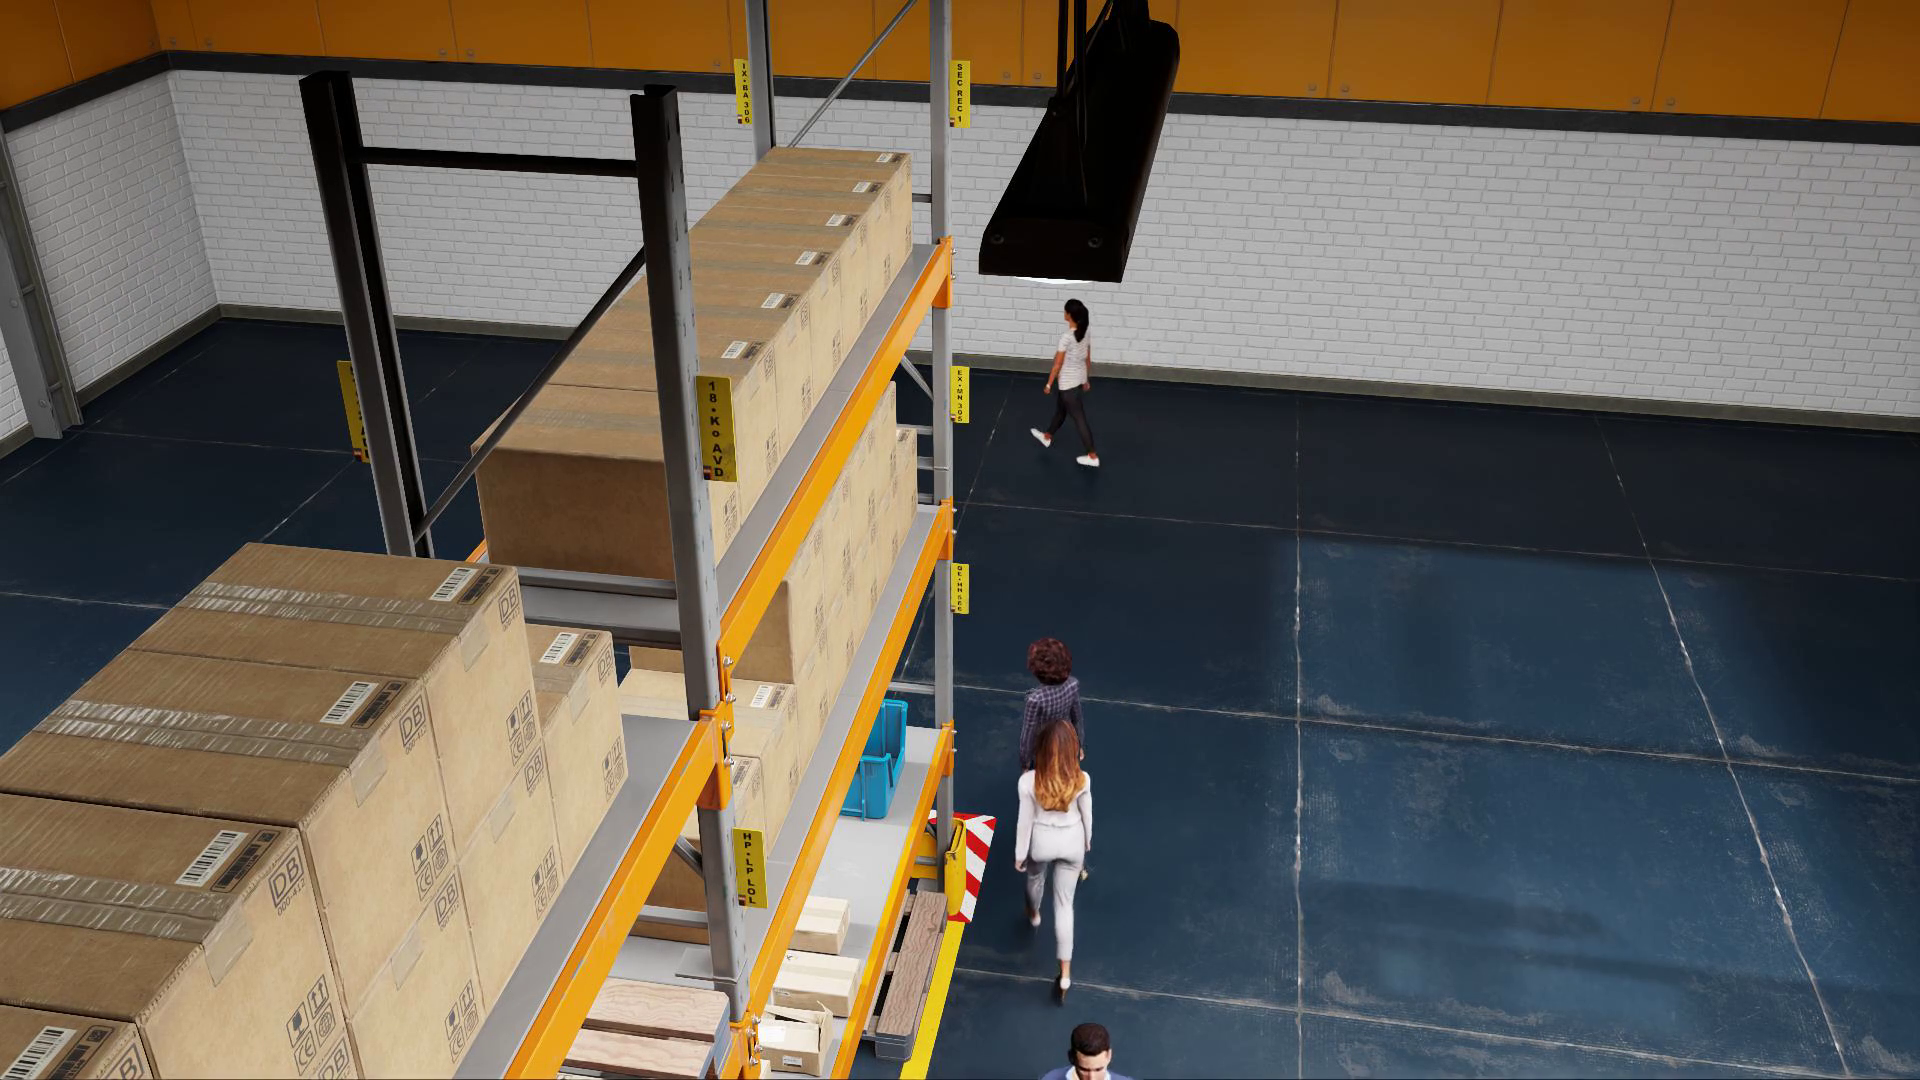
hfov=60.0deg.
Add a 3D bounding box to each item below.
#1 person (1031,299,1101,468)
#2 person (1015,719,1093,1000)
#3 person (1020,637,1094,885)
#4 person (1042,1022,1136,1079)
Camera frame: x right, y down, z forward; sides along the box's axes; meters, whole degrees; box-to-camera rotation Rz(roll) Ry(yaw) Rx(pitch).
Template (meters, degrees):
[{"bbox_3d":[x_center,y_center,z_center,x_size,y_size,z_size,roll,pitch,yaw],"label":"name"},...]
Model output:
[{"bbox_3d":[1.120,-1.434,15.635,0.993,1.595,1.106,21,35,33],"label":"person"},{"bbox_3d":[0.558,1.848,9.487,0.764,1.723,1.080,-2,29,-3],"label":"person"},{"bbox_3d":[0.614,1.401,10.360,1.025,1.671,1.084,-18,34,-30],"label":"person"},{"bbox_3d":[0.571,2.843,7.557,0.719,1.824,1.085,1,29,2],"label":"person"}]
